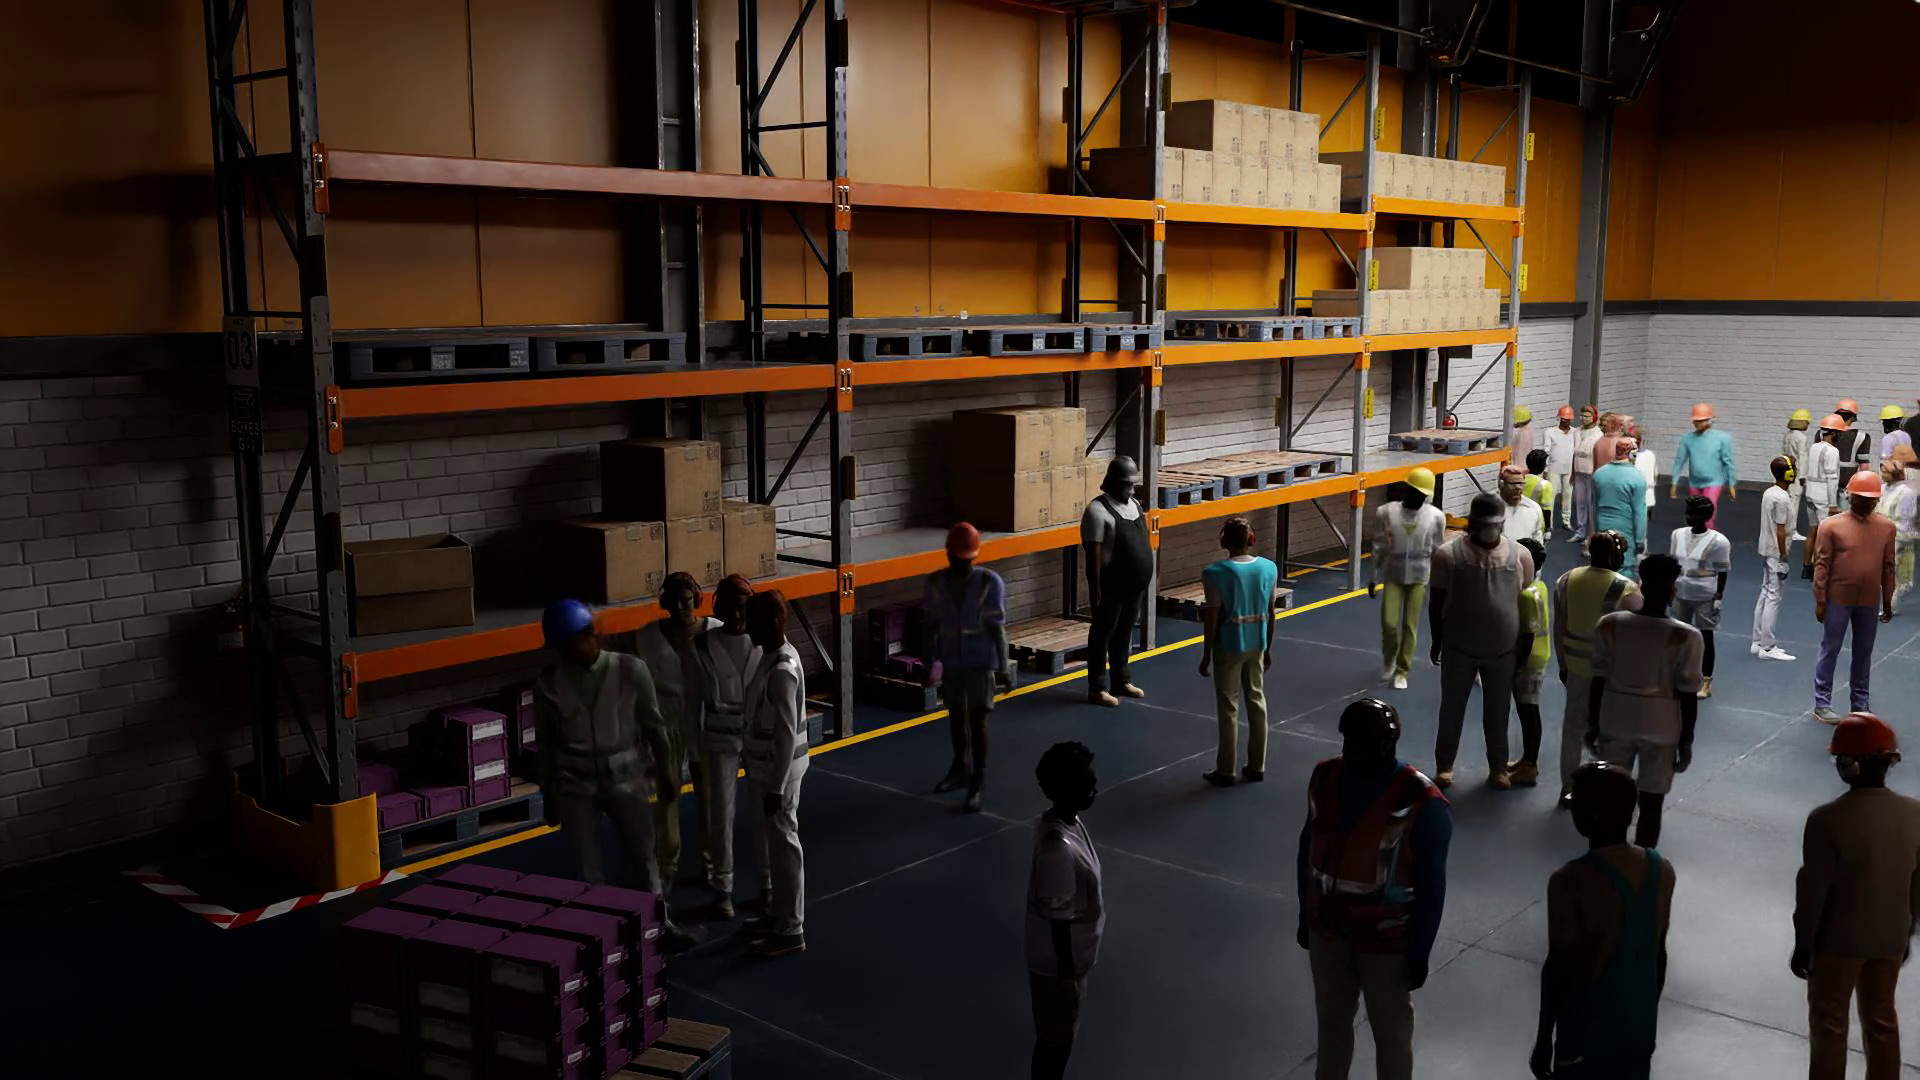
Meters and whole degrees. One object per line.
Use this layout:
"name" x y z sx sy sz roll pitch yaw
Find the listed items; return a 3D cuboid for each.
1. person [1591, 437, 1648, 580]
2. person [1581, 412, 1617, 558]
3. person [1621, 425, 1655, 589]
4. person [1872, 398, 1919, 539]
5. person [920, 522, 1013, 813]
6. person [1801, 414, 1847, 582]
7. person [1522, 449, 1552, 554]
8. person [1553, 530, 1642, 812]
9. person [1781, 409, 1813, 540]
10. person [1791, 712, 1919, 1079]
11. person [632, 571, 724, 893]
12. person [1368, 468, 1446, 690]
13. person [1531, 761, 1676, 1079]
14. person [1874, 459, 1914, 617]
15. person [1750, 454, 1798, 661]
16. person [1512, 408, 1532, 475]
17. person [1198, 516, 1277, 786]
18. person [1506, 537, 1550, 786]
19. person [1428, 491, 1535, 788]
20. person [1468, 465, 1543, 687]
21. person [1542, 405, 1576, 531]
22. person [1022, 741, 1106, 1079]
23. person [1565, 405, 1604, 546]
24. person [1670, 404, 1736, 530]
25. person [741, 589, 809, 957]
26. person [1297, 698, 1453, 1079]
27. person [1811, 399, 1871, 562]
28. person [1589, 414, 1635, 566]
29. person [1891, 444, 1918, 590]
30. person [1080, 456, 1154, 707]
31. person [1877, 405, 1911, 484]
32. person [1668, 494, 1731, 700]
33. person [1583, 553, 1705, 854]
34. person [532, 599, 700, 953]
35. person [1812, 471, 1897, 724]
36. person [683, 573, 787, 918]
"person" 6.551 -0.071 16.497 0.399 1.901 0.645 -4 10 -25
"person" 7.952 -0.654 20.444 0.345 1.840 0.504 -3 9 -17
"person" 7.481 -0.376 18.683 0.590 1.818 0.731 -6 11 -36
"person" 12.706 -0.999 22.355 0.683 1.942 0.694 -7 12 -40
"person" 0.033 0.806 10.847 0.653 1.884 0.803 3 9 19
"person" 9.885 -0.472 19.008 0.389 1.926 0.549 0 9 3
"person" 5.988 -0.117 17.475 0.320 1.686 0.540 -5 10 -29
"person" 4.147 0.845 10.765 0.429 1.842 0.634 -6 10 -32
"person" 11.144 -0.876 22.194 0.312 1.741 0.487 0 9 -3
"person" 3.528 1.542 6.588 0.570 1.743 0.351 -2 9 -14
"person" -1.543 1.070 9.353 0.565 1.837 0.388 -1 9 -8
"person" 3.742 0.325 13.961 0.628 1.888 0.425 2 9 16
"person" 2.163 1.649 5.617 0.503 1.835 0.354 -4 10 -25
"person" 9.505 -0.014 17.005 0.366 1.625 0.520 -2 9 -12
"person" 7.441 0.154 15.134 0.318 1.872 0.551 2 9 11
"person" 7.616 -0.922 22.530 0.360 1.733 0.569 5 10 29
"person" 1.895 0.762 11.315 0.564 1.838 0.391 -4 10 -23
"person" 3.862 0.824 11.367 0.317 1.695 0.540 4 10 24
"person" 3.523 0.673 11.234 0.690 2.000 0.538 1 9 9
"person" 4.608 0.312 14.031 0.644 1.900 0.399 -1 9 -7
"person" 8.281 -0.983 22.861 0.565 1.745 0.349 0 9 -1
"person" 0.397 1.597 6.382 0.318 1.697 0.536 0 9 3
"person" 8.199 -0.844 21.687 0.394 1.836 0.559 -3 9 -21
"person" 8.956 -0.662 20.126 0.901 1.952 0.688 -8 12 -41
"person" -0.951 1.175 8.496 0.356 1.887 0.573 -2 9 -11
"person" 1.559 1.515 6.449 0.429 1.844 0.625 -9 12 -44
"person" 10.609 -0.686 20.063 0.613 2.028 0.409 5 10 31
"person" 7.670 -0.538 19.544 0.450 1.881 0.759 -3 9 -16
"person" 10.507 -0.255 18.568 0.496 1.626 0.288 -8 12 -43
"person" 1.313 0.319 13.520 0.535 2.000 0.688 7 12 40
"person" 11.487 -0.707 20.563 0.590 1.913 0.399 -7 11 -38
"person" 6.058 0.460 13.705 0.321 1.699 0.537 -6 10 -32
"person" 3.786 1.039 9.239 0.623 1.942 0.446 8 12 41
"person" -1.711 1.206 8.277 0.779 1.895 0.457 -1 9 -7
"person" 6.918 0.449 12.867 0.614 1.987 0.408 0 9 0
"person" -1.194 1.106 8.981 0.584 1.879 0.369 -3 9 -18
